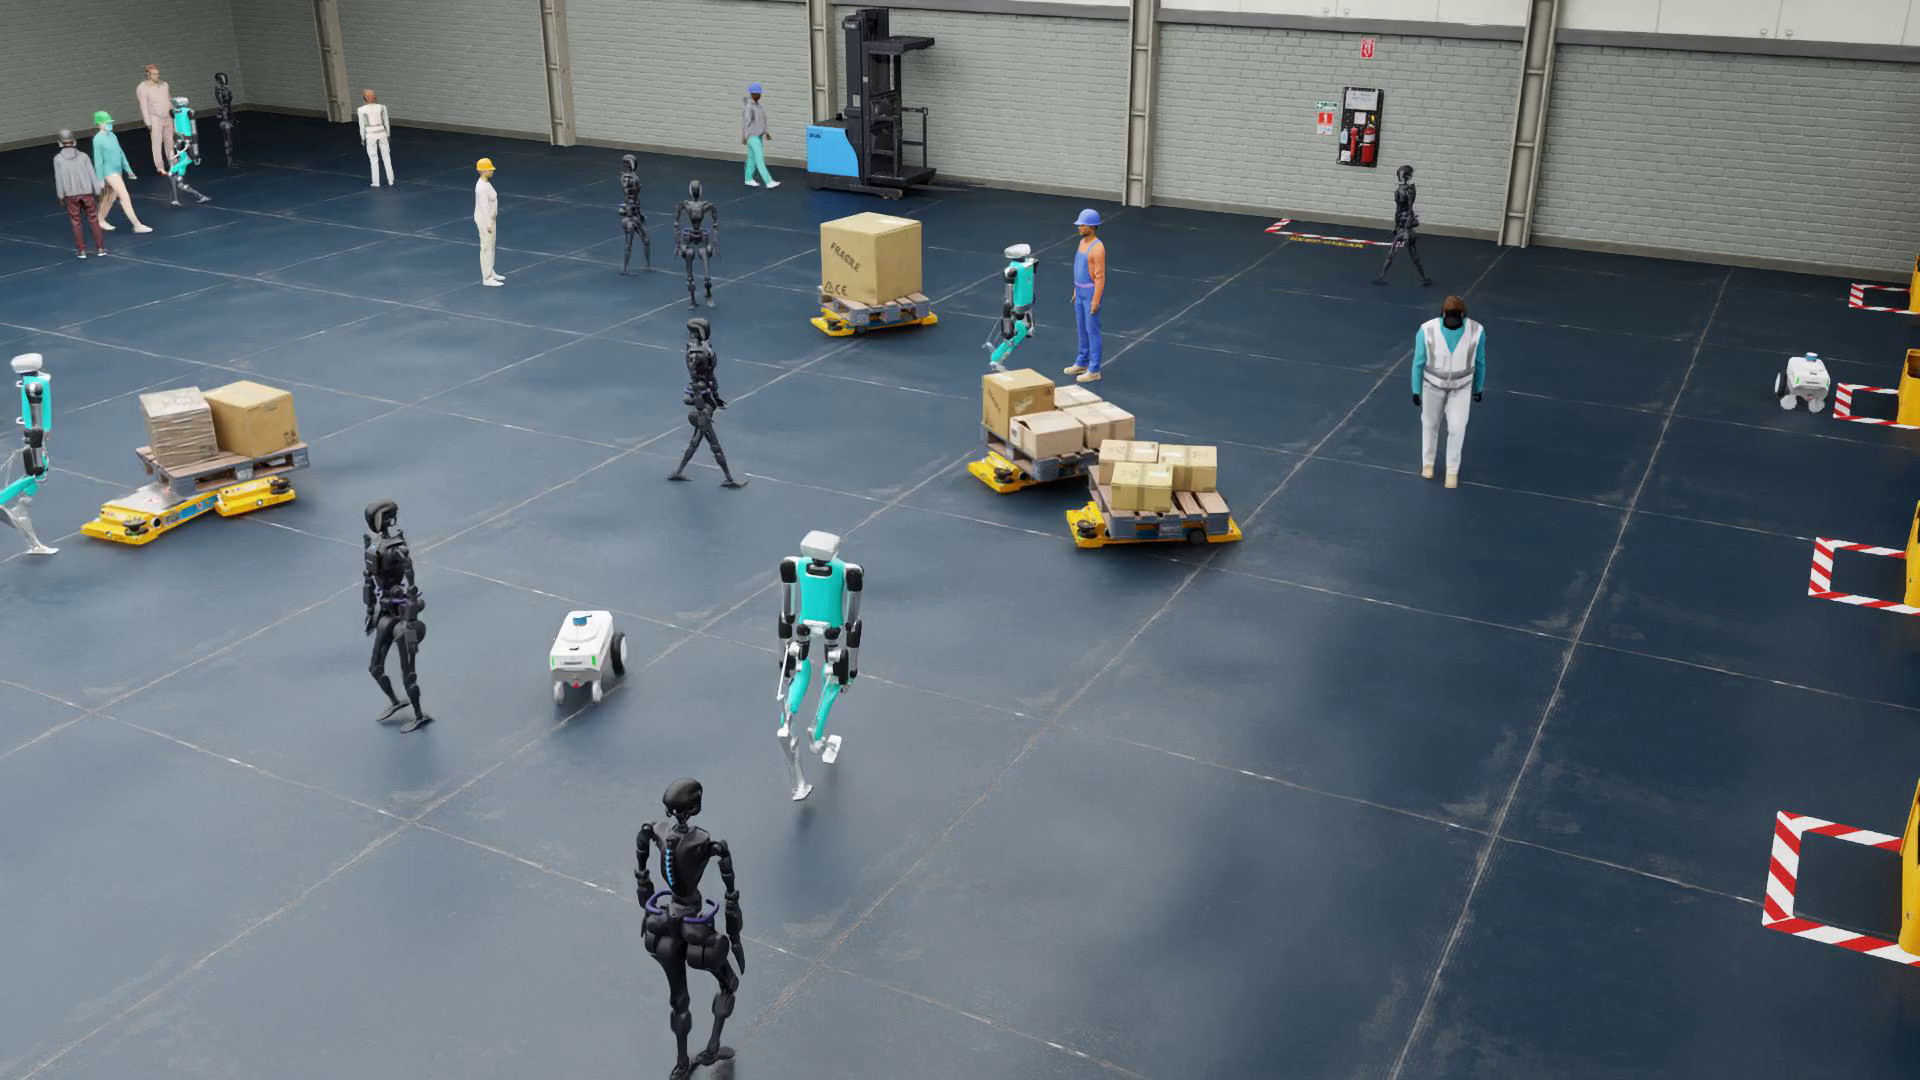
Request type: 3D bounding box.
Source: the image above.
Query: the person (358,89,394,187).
[{"bbox_3d":[-9.964,-6.856,28.380,0.511,1.644,0.307,-15,28,-32],"label":"person"}]

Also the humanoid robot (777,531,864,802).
[{"bbox_3d":[-0.913,0.850,10.356,0.560,1.749,1.045,4,24,10],"label":"humanoid robot"}]

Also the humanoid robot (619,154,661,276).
[{"bbox_3d":[-4.438,-4.435,22.715,0.557,1.640,0.591,2,23,4],"label":"humanoid robot"}]

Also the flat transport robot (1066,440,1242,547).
[{"bbox_3d":[1.689,-0.168,14.554,1.431,0.231,0.659,-2,23,-5],"label":"flat transport robot"}]

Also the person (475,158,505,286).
[{"bbox_3d":[-6.320,-4.263,22.292,0.339,1.689,0.462,-4,23,-8],"label":"person"}]

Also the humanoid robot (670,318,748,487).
[{"bbox_3d":[-2.376,-1.284,15.442,0.793,1.631,0.605,4,24,8],"label":"humanoid robot"}]

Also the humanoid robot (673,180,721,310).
[{"bbox_3d":[-3.350,-3.752,21.110,0.599,1.644,0.393,-4,24,-10],"label":"humanoid robot"}]

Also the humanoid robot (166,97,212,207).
[{"bbox_3d":[-12.627,-6.179,26.749,0.536,1.770,1.021,12,26,25],"label":"humanoid robot"}]

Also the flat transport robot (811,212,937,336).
[{"bbox_3d":[-1.057,-2.761,20.590,1.431,0.231,0.659,-11,26,-24],"label":"flat transport robot"}]

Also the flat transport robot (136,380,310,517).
[{"bbox_3d":[-6.815,-0.566,15.481,0.659,0.231,1.431,-20,30,-39],"label":"flat transport robot"}]

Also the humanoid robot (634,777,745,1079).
[{"bbox_3d":[-1.319,1.869,8.033,0.590,1.649,0.344,8,25,18],"label":"humanoid robot"}]

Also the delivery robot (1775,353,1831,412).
[{"bbox_3d":[9.038,-1.702,17.787,0.525,0.614,0.785,7,24,17],"label":"delivery robot"}]

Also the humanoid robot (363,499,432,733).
[{"bbox_3d":[-3.806,0.519,11.167,0.583,1.657,0.373,17,28,34],"label":"humanoid robot"}]

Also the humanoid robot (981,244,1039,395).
[{"bbox_3d":[0.405,-2.260,17.677,0.796,1.851,0.561,15,27,31],"label":"humanoid robot"}]

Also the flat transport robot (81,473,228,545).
[{"bbox_3d":[-7.072,-0.331,14.934,0.659,0.231,1.431,9,25,20],"label":"flat transport robot"}]

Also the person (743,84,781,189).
[{"bbox_3d":[-3.379,-6.840,28.220,0.817,1.739,0.572,9,25,19],"label":"person"}]

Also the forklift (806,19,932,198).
[{"bbox_3d":[-1.573,-7.292,27.850,1.873,2.768,1.129,12,26,25],"label":"forklift"}]

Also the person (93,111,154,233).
[{"bbox_3d":[-12.824,-5.562,25.143,0.978,1.825,0.512,1,23,2],"label":"person"}]

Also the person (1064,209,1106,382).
[{"bbox_3d":[1.409,-2.710,18.395,0.358,1.909,0.527,-10,25,-21],"label":"person"}]

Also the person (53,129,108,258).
[{"bbox_3d":[-12.569,-4.950,23.740,0.608,1.809,0.383,-14,27,-30],"label":"person"}]

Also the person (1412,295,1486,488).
[{"bbox_3d":[4.510,-1.373,15.409,0.650,1.811,0.751,5,24,12],"label":"person"}]

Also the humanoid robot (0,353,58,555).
[{"bbox_3d":[-7.818,-0.589,13.818,0.744,1.894,0.551,-10,25,-23],"label":"humanoid robot"}]

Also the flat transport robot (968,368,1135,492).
[{"bbox_3d":[0.881,-0.729,15.861,1.431,0.231,0.659,-11,26,-24],"label":"flat transport robot"}]

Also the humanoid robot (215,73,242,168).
[{"bbox_3d":[-13.217,-7.577,30.001,0.315,1.657,0.599,-4,24,-9],"label":"humanoid robot"}]

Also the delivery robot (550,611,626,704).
[{"bbox_3d":[-2.707,0.795,11.973,0.499,0.614,0.790,-1,23,-1],"label":"delivery robot"}]

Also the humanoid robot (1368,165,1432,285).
[{"bbox_3d":[5.966,-4.177,22.195,0.843,1.620,0.593,-1,23,-3],"label":"humanoid robot"}]

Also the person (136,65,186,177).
[{"bbox_3d":[-14.069,-7.382,29.275,0.406,1.905,0.650,11,25,23],"label":"person"}]
